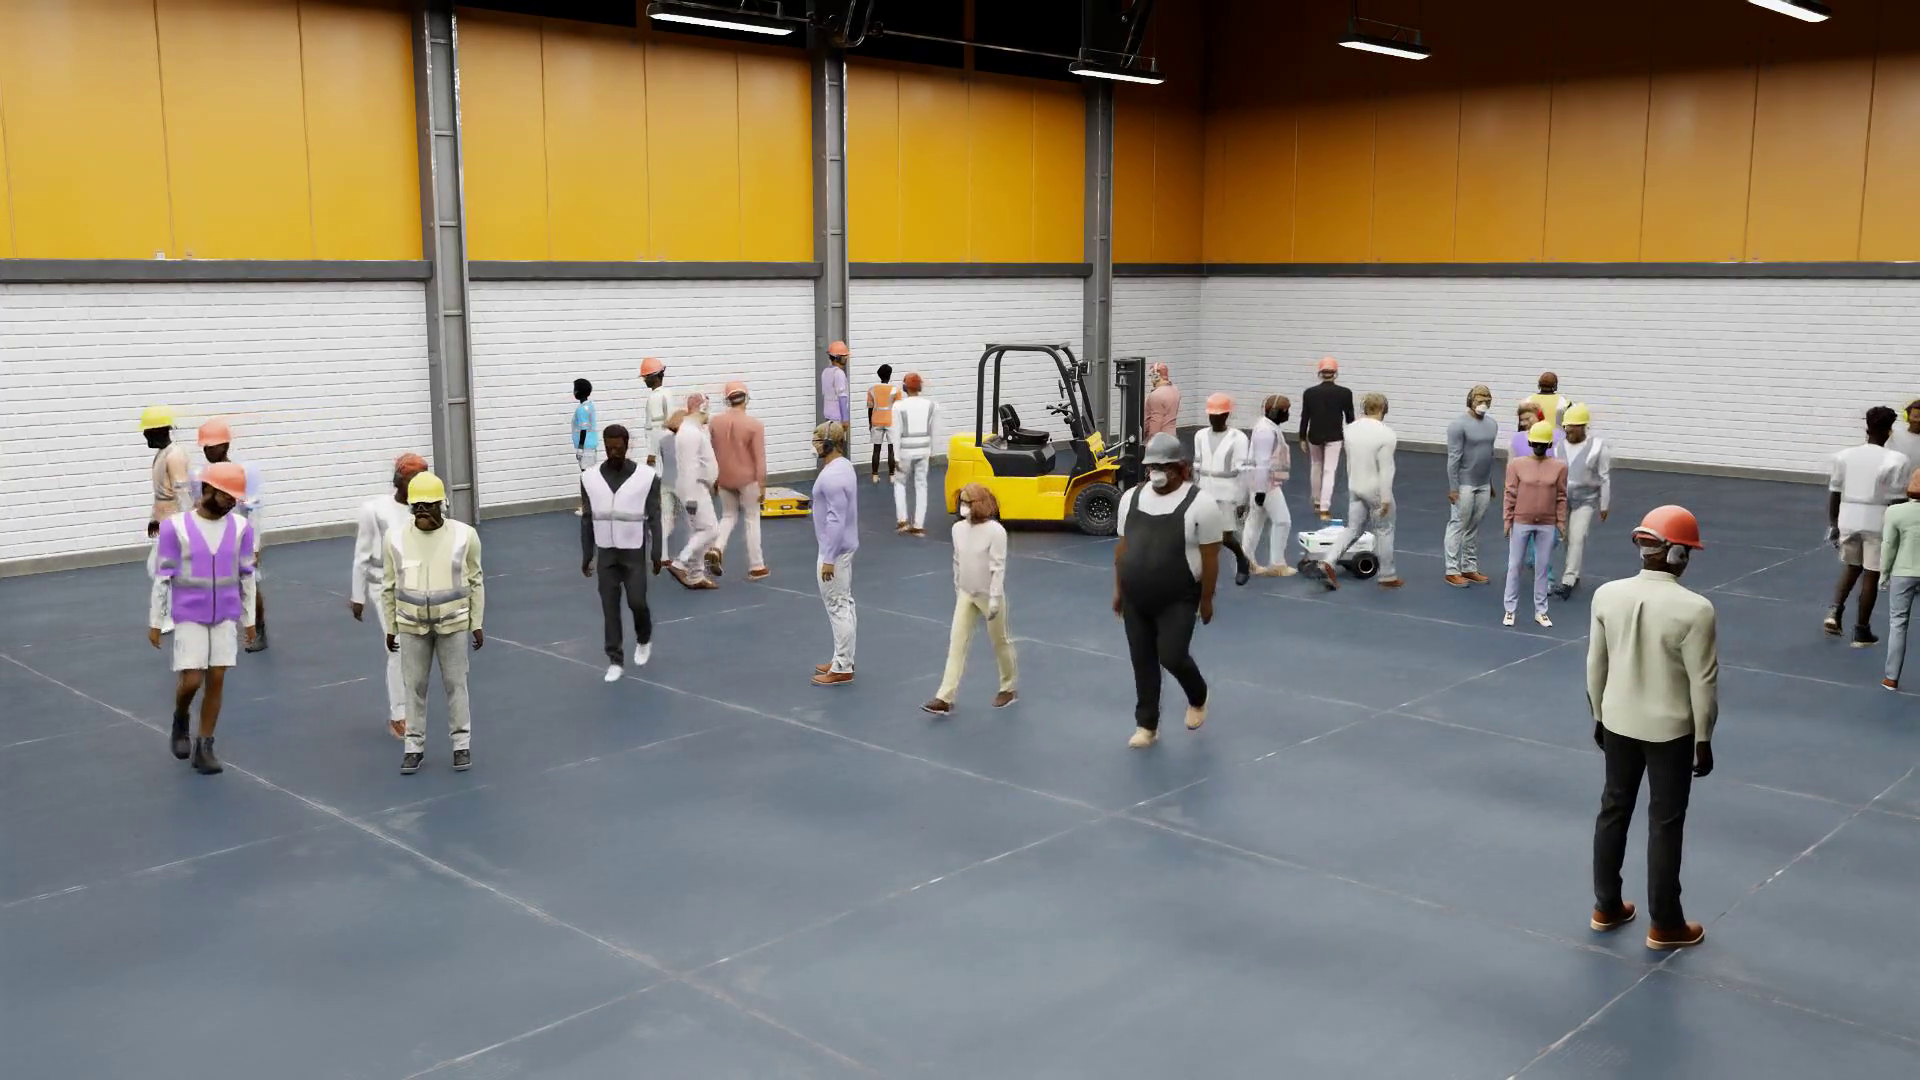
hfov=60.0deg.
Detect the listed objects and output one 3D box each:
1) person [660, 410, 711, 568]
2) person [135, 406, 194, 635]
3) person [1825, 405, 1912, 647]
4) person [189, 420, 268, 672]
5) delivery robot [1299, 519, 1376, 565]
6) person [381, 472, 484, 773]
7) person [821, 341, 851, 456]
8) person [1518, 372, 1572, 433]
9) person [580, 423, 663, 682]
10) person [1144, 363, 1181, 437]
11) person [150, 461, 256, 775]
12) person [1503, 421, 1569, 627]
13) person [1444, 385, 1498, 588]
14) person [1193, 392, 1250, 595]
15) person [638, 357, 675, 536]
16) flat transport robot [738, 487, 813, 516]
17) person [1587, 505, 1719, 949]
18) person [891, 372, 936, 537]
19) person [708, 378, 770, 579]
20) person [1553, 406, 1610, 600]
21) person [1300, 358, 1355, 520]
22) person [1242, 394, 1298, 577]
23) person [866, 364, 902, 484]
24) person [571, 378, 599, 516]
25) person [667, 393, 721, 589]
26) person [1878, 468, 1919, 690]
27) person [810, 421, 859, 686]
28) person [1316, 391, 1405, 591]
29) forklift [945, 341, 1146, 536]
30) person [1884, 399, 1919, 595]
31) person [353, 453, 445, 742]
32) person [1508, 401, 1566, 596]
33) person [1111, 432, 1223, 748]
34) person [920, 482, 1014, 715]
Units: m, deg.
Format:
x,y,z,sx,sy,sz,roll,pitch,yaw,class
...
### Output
x,y,z,sx,sy,sz,roll,pitch,yaw,class
-2.831,-0.532,17.049,0.505,1.595,0.791,6,11,34,person
-6.623,-0.165,13.870,0.626,1.905,0.612,-5,10,-28,person
7.311,-0.108,13.366,0.421,1.952,0.622,-5,11,-30,person
-5.645,0.007,12.861,0.562,1.889,0.986,0,9,-1,person
3.723,0.038,16.445,0.707,0.478,0.477,0,9,-2,delivery robot
-3.170,0.496,10.018,0.594,1.832,0.403,-2,9,-10,person
-1.679,-1.711,22.902,0.379,2.045,0.605,-5,10,-28,person
6.830,-1.042,19.422,0.627,1.844,0.429,4,10,26,person
-2.514,0.073,12.402,0.606,1.909,0.583,1,9,4,person
2.424,-1.207,20.256,0.409,1.903,0.638,5,11,29,person
-4.576,0.463,10.071,0.630,1.883,0.499,-8,12,-42,person
4.874,-0.132,14.103,0.524,1.759,0.328,1,9,7,person
4.909,-0.522,15.946,0.629,1.936,0.374,-6,11,-33,person
2.439,-0.428,15.440,0.548,1.916,0.636,7,12,38,person
-3.451,-1.057,18.930,0.385,2.035,0.605,0,9,3,person
-2.367,-0.494,20.863,0.652,0.197,1.431,-4,10,-22,flat transport robot
3.121,0.833,7.488,0.392,1.985,0.610,-6,11,-35,person
-0.551,-0.977,18.943,0.566,1.864,0.574,-3,10,-21,person
-2.179,-0.574,16.146,0.668,1.975,0.650,3,10,18,person
5.677,-0.361,15.451,0.597,1.773,0.958,8,12,41,person
4.515,-1.257,20.412,0.625,1.943,0.997,4,10,21,person
3.090,-0.529,16.360,0.717,1.805,0.754,1,9,9,person
-1.061,-1.634,23.519,0.535,1.693,0.317,3,10,18,person
-4.623,-1.147,20.504,0.318,1.698,0.535,0,9,-3,person
-2.460,-0.445,15.647,0.437,1.877,0.672,-1,9,-6,person
6.878,0.282,11.939,0.507,1.631,0.275,5,10,27,person
-0.920,0.095,12.149,0.355,1.938,0.637,0,9,2,person
3.794,-0.448,15.638,0.882,1.906,0.630,-6,11,-33,person
0.977,-1.223,19.452,2.313,2.155,1.214,2,9,11,forklift
8.940,-0.416,15.691,0.516,1.816,0.948,4,10,22,person
-3.557,0.362,10.753,0.672,1.857,0.600,9,13,43,person
5.453,-0.401,15.607,0.602,1.798,0.604,1,9,5,person
1.280,0.304,10.564,0.690,2.000,0.625,6,11,34,person
0.102,0.406,11.301,0.520,1.586,0.846,8,12,39,person
